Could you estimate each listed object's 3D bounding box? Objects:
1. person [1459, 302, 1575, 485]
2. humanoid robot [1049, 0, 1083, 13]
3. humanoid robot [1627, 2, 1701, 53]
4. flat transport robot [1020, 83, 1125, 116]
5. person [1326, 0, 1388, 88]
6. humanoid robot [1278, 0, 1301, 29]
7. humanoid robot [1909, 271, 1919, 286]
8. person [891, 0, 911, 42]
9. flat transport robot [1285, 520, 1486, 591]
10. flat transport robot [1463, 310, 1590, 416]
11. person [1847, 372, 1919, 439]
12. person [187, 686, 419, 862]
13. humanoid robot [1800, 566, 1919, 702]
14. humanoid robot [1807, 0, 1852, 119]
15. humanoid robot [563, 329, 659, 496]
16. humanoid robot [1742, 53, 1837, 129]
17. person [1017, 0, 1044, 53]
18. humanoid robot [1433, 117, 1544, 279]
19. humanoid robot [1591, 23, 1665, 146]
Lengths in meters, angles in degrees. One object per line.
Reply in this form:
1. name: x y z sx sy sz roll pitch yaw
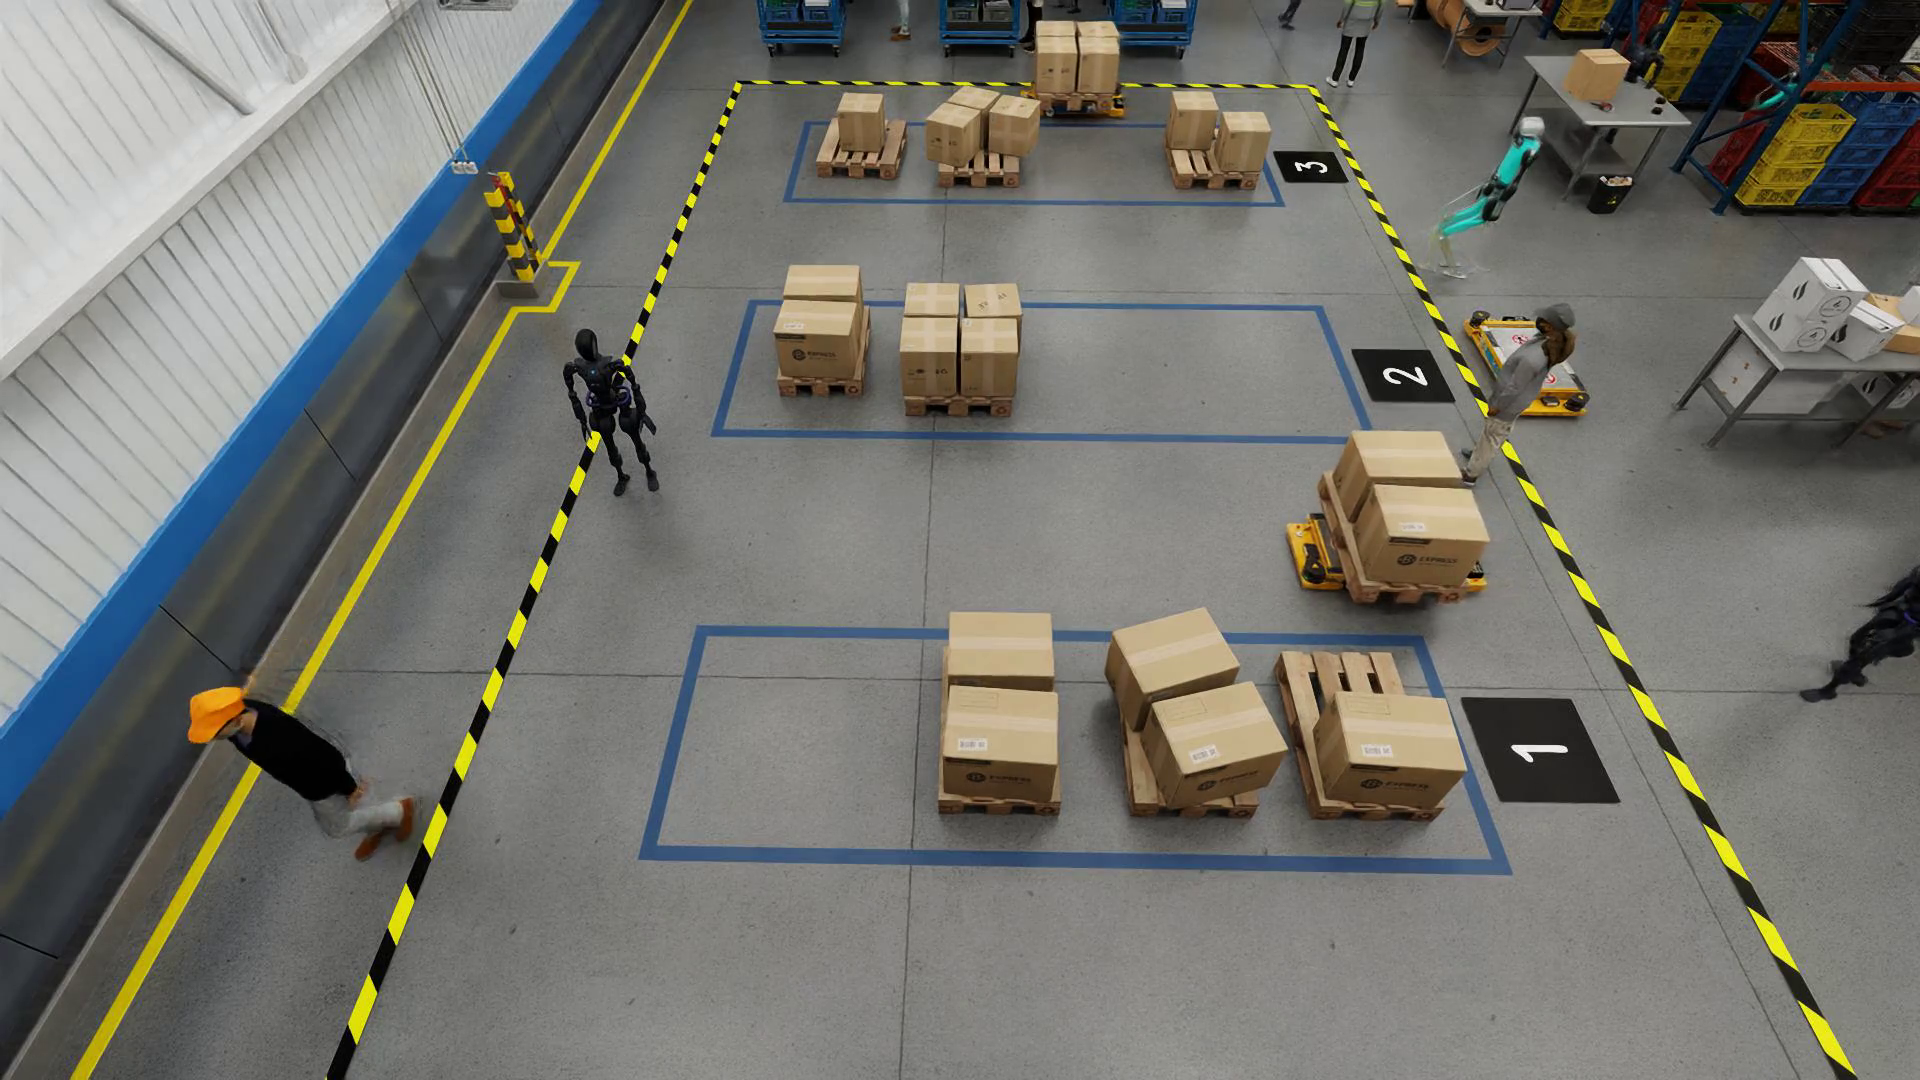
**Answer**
1. person: 4.580 -1.188 7.568 0.395 1.769 0.564 37 58 27
2. humanoid robot: 1.771 -9.393 14.750 0.623 1.647 0.610 -7 50 -6
3. humanoid robot: 10.516 -8.042 13.551 0.903 1.810 0.547 1 49 1
4. flat transport robot: 1.570 -6.209 12.889 1.431 0.197 0.652 1 49 1
5. person: 5.603 -7.343 12.842 0.598 1.850 0.385 1 49 1
6. humanoid robot: 5.408 -8.981 14.385 0.392 1.638 0.635 7 50 6
7. humanoid robot: 10.567 -3.352 9.395 0.535 1.695 0.730 4 49 4
8. person: -0.934 -8.667 13.933 0.367 1.936 0.629 1 49 0
9. flat transport robot: 3.448 0.092 7.435 1.431 0.197 0.652 1 49 1
10. flat transport robot: 5.573 -1.757 9.054 0.659 0.231 1.431 1 49 1
11. person: 8.614 -1.778 7.907 0.633 2.035 0.417 -15 51 -12
12. person: -3.769 1.373 5.288 0.593 1.872 0.419 23 53 18
13. humanoid robot: 6.346 0.563 6.118 0.468 1.646 0.600 26 54 21
14. humanoid robot: 11.336 -6.110 11.764 0.735 1.673 0.533 16 51 13
15. humanoid robot: -2.819 -1.023 7.475 0.599 1.659 0.315 -6 49 -5
16. humanoid robot: 10.308 -5.565 11.383 0.817 1.792 0.551 -9 50 -8
17. person: 1.104 -8.358 13.647 0.368 1.964 0.603 -14 51 -12
18. humanoid robot: 5.366 -3.558 9.552 0.735 1.677 0.533 8 50 7
19. humanoid robot: 8.225 -5.523 11.380 0.328 1.649 0.590 -29 55 -23
